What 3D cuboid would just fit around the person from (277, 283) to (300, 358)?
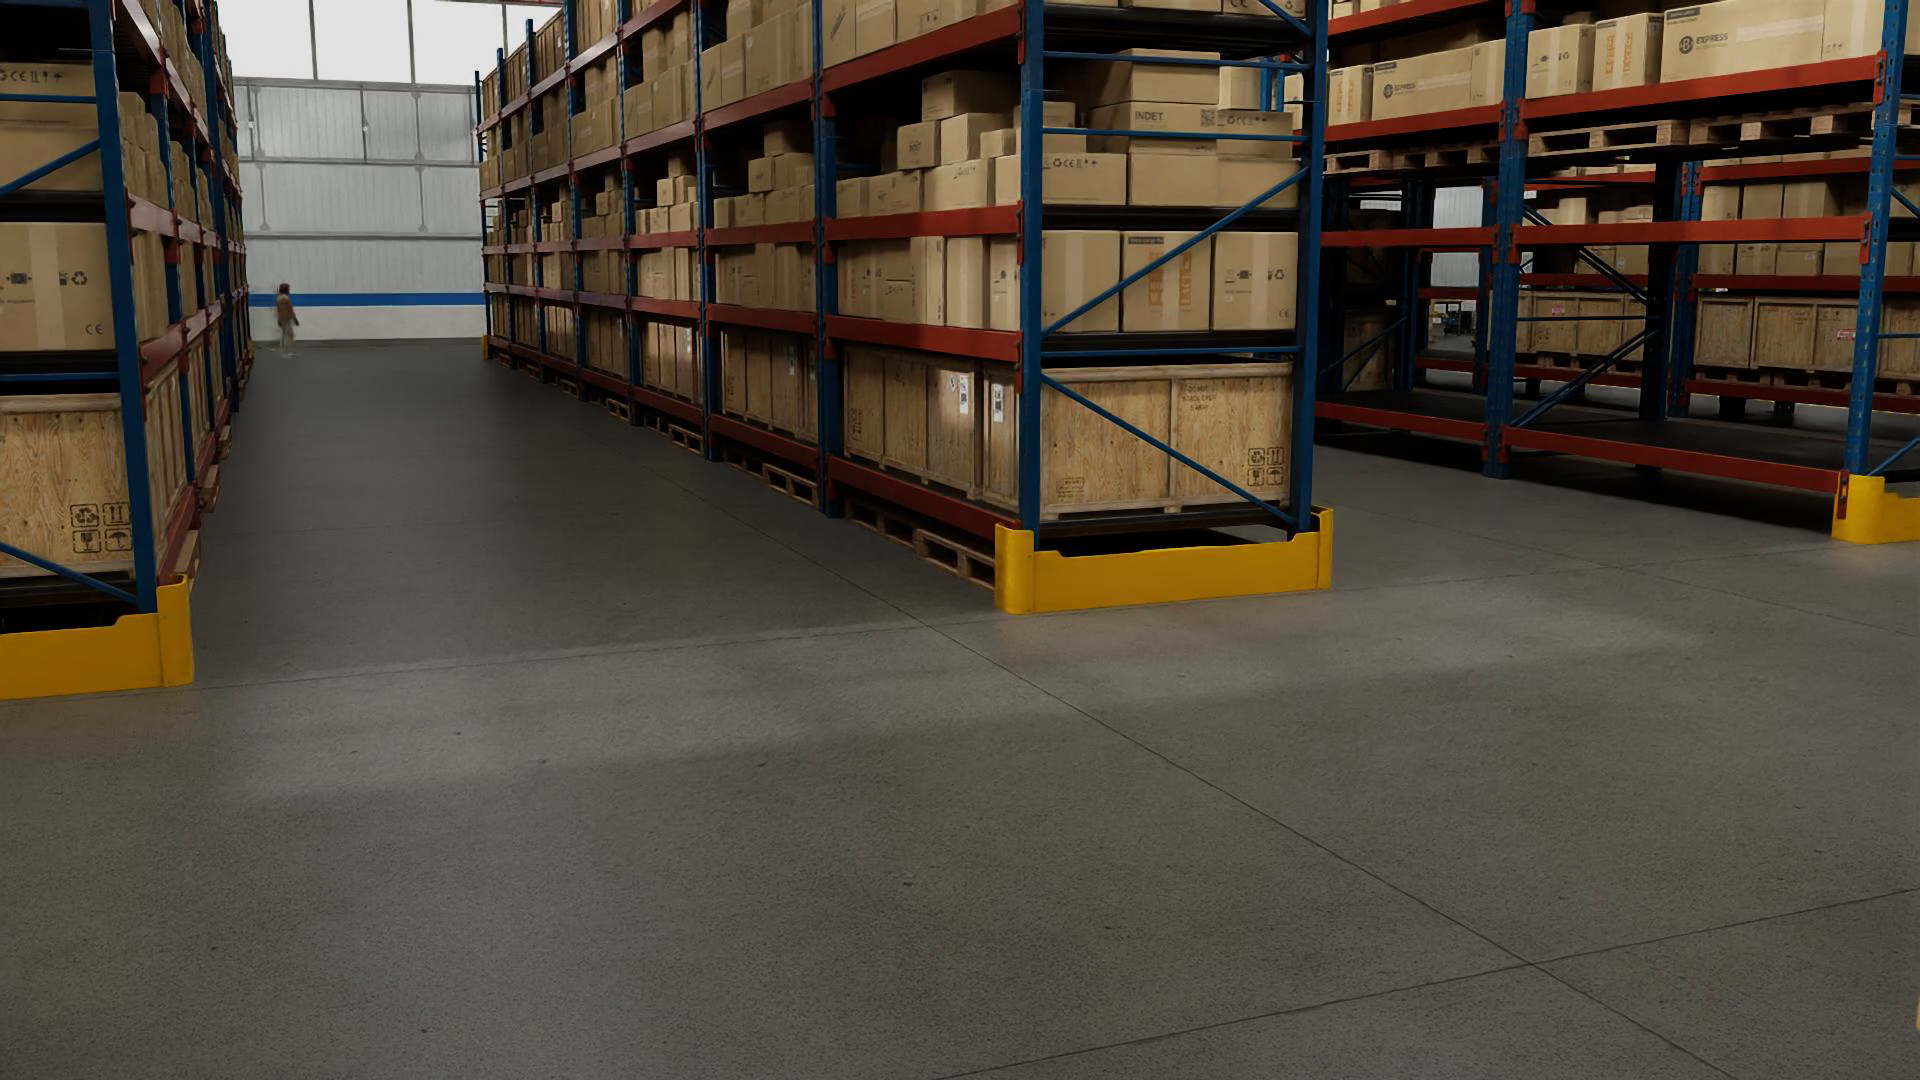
[{"bbox_3d":[-14.546,-4.748,36.074,0.626,1.616,0.518,-8,12,-38],"label":"person"}]
